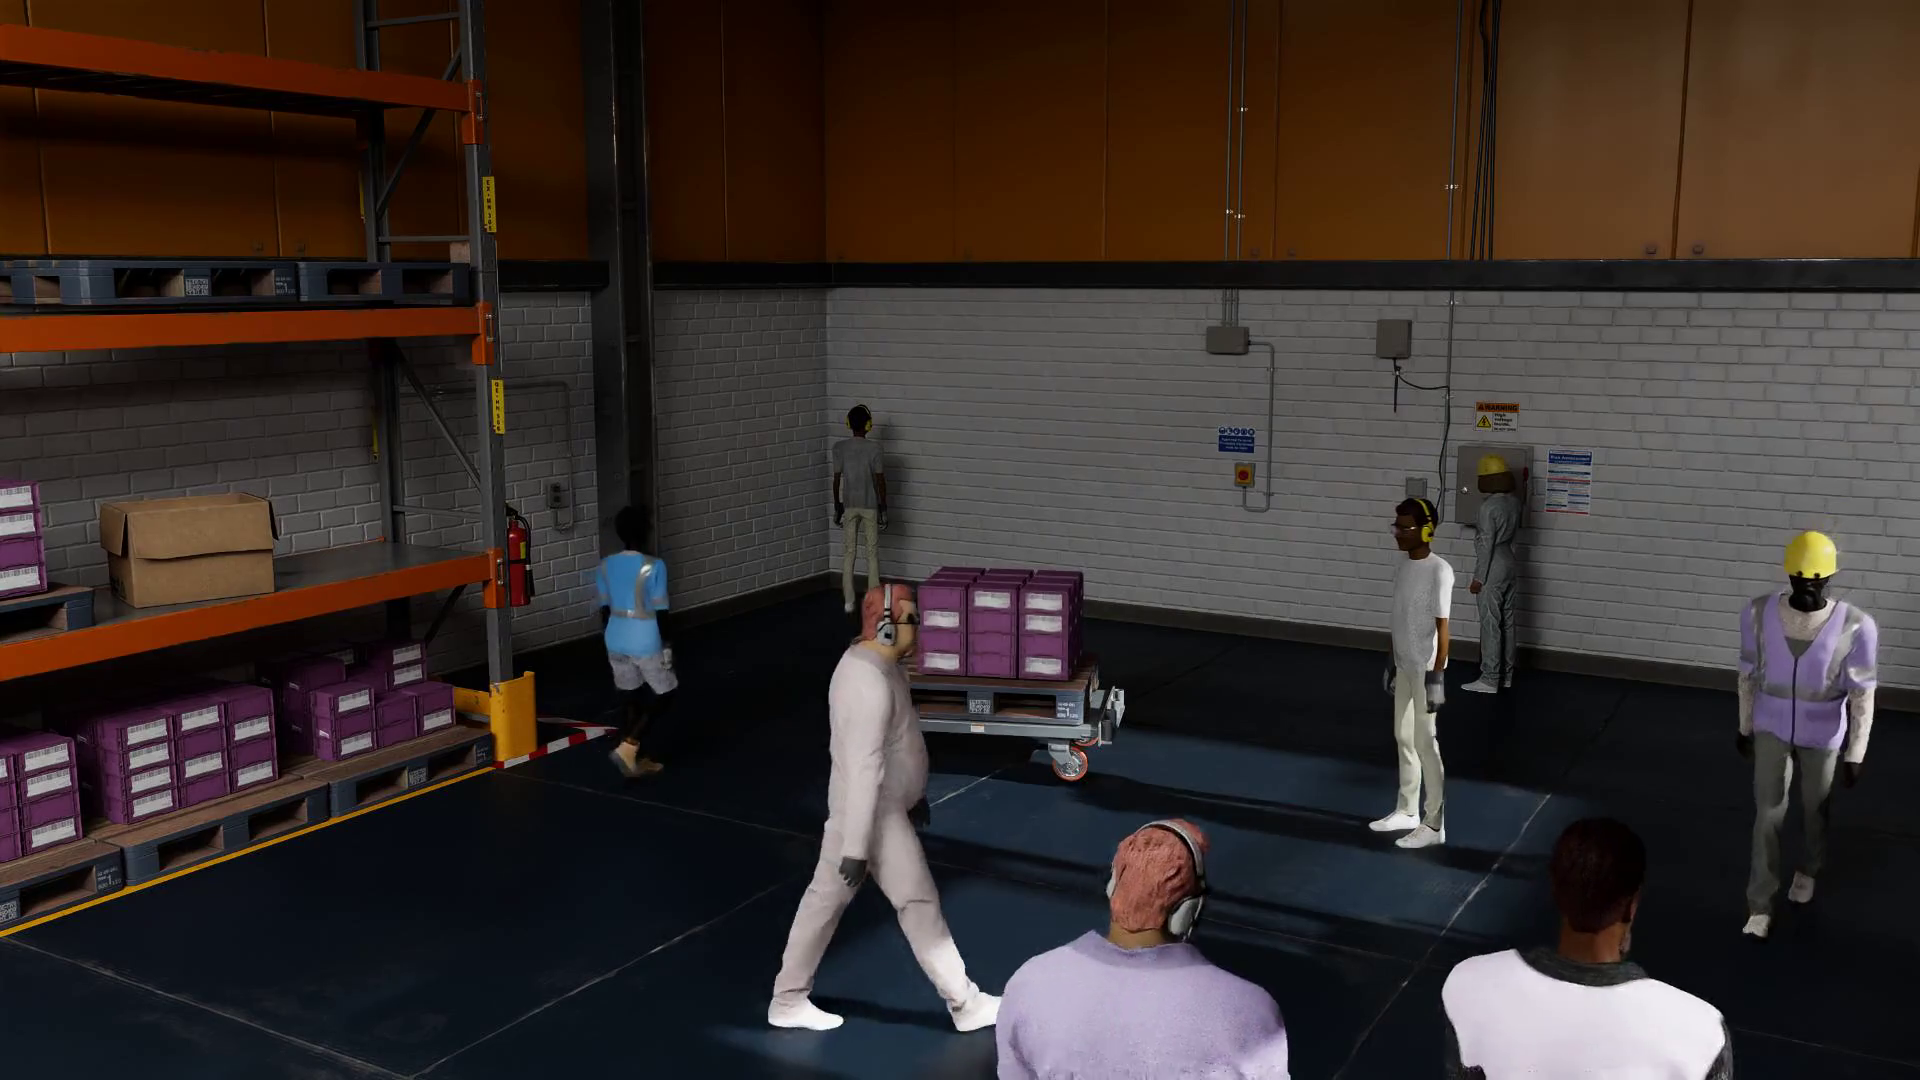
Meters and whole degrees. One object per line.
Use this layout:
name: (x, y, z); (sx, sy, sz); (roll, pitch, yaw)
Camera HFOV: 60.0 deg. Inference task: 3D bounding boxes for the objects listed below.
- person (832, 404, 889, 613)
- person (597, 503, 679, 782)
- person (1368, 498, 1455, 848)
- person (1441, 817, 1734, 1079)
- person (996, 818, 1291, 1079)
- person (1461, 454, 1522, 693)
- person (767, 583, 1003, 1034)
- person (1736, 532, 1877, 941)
person: (-0.888, -0.274, 14.856); (0.521, 1.873, 0.328); (2, 9, 14)
person: (-1.925, 0.622, 9.812); (0.548, 1.686, 0.447); (6, 11, 34)
person: (2.419, 0.697, 8.845); (0.316, 1.861, 0.514); (-2, 9, -15)
person: (1.299, 1.532, 3.548); (0.599, 1.893, 0.861); (6, 11, 33)
person: (0.430, 1.520, 3.746); (0.641, 1.844, 1.016); (5, 10, 29)
person: (3.855, 0.241, 12.069); (0.484, 1.737, 0.309); (-9, 13, -44)
person: (-0.293, 1.073, 6.558); (1.043, 1.841, 0.637); (-2, 9, -12)
person: (3.917, 0.871, 7.739); (0.597, 1.869, 1.010); (7, 11, 35)
